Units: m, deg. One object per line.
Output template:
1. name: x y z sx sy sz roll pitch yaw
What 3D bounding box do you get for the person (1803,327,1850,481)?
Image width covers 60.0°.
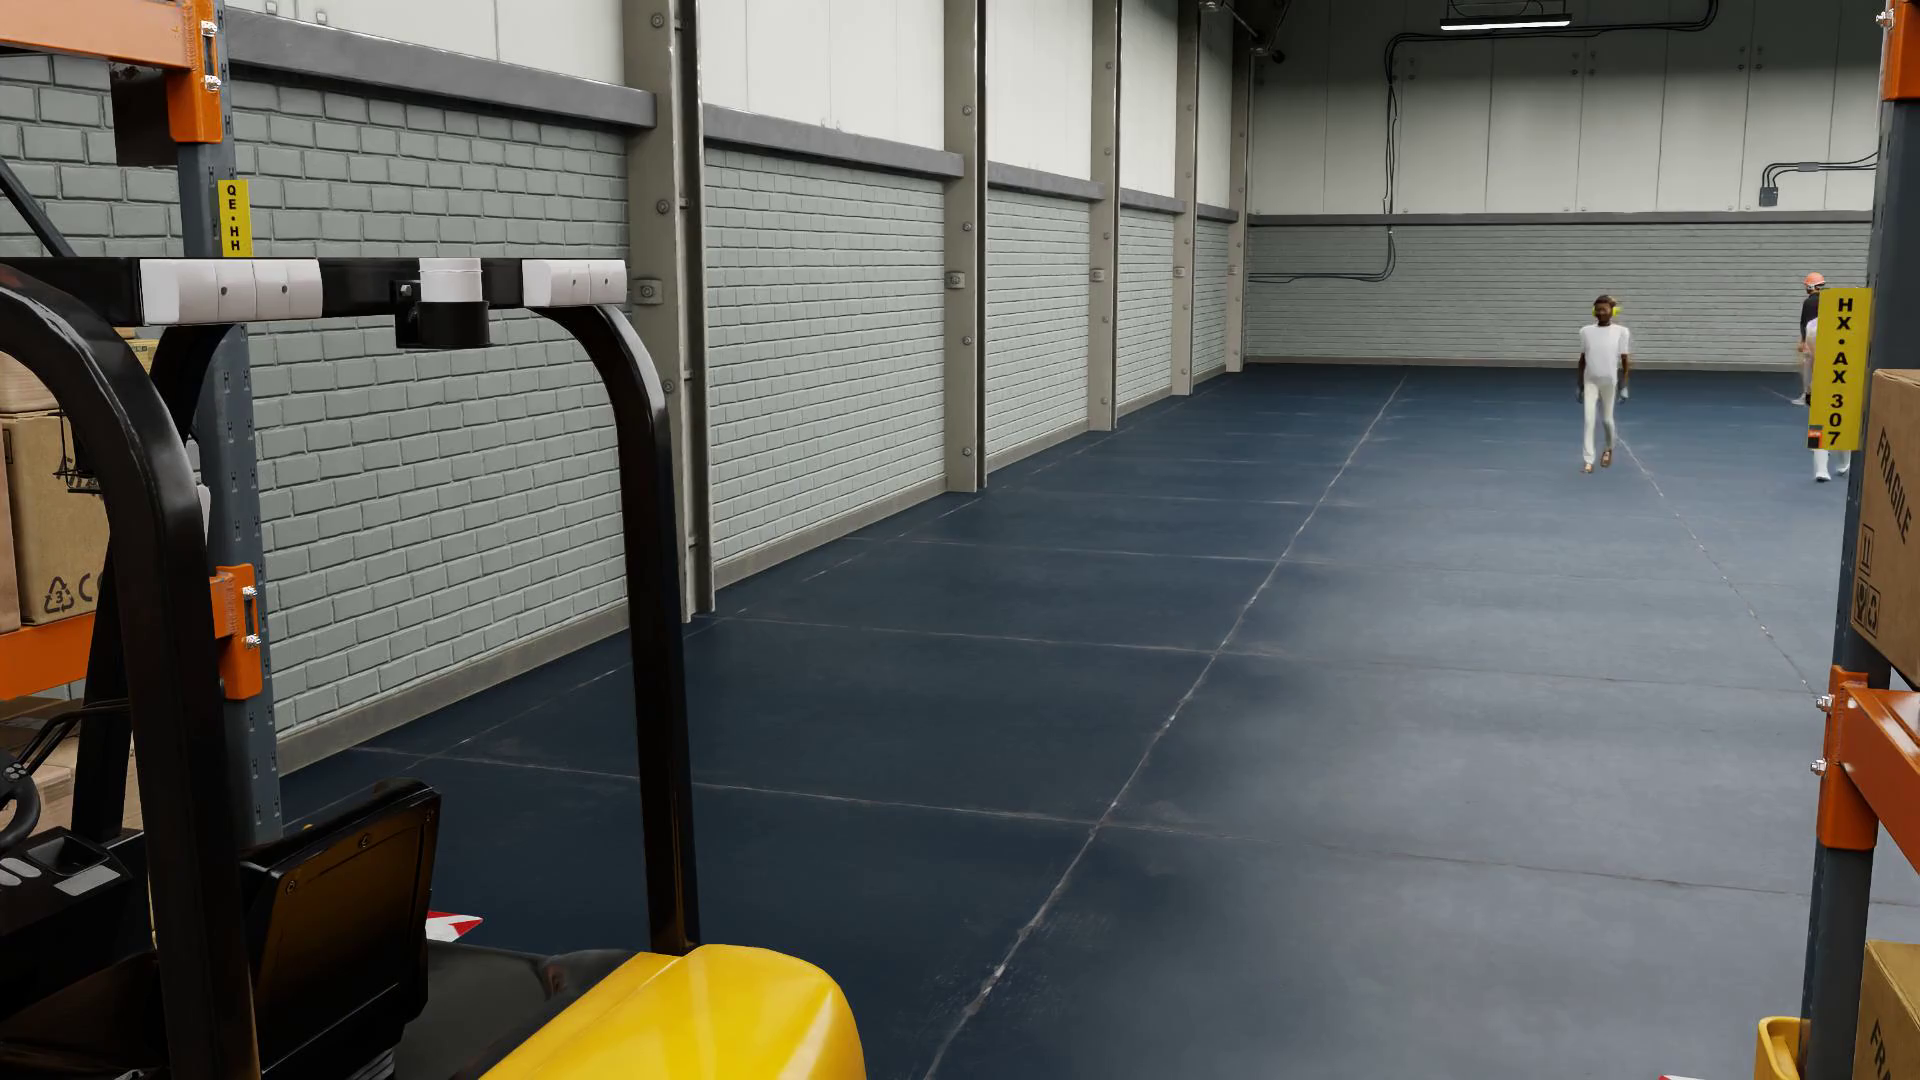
1. person: 8.718 -1.525 16.562 0.601 1.860 1.033 7 12 34

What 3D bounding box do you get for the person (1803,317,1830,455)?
1. person: 9.756 -1.876 18.732 0.575 1.831 0.508 0 10 1

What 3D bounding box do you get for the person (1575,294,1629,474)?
1. person: 6.664 -1.626 17.237 0.524 1.845 0.875 5 11 29

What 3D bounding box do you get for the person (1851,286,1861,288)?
1. person: 12.222 -2.523 22.593 0.641 1.838 0.488 5 11 28

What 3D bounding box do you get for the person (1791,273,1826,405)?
1. person: 12.884 -3.039 25.172 0.612 1.995 0.393 -7 12 -37
